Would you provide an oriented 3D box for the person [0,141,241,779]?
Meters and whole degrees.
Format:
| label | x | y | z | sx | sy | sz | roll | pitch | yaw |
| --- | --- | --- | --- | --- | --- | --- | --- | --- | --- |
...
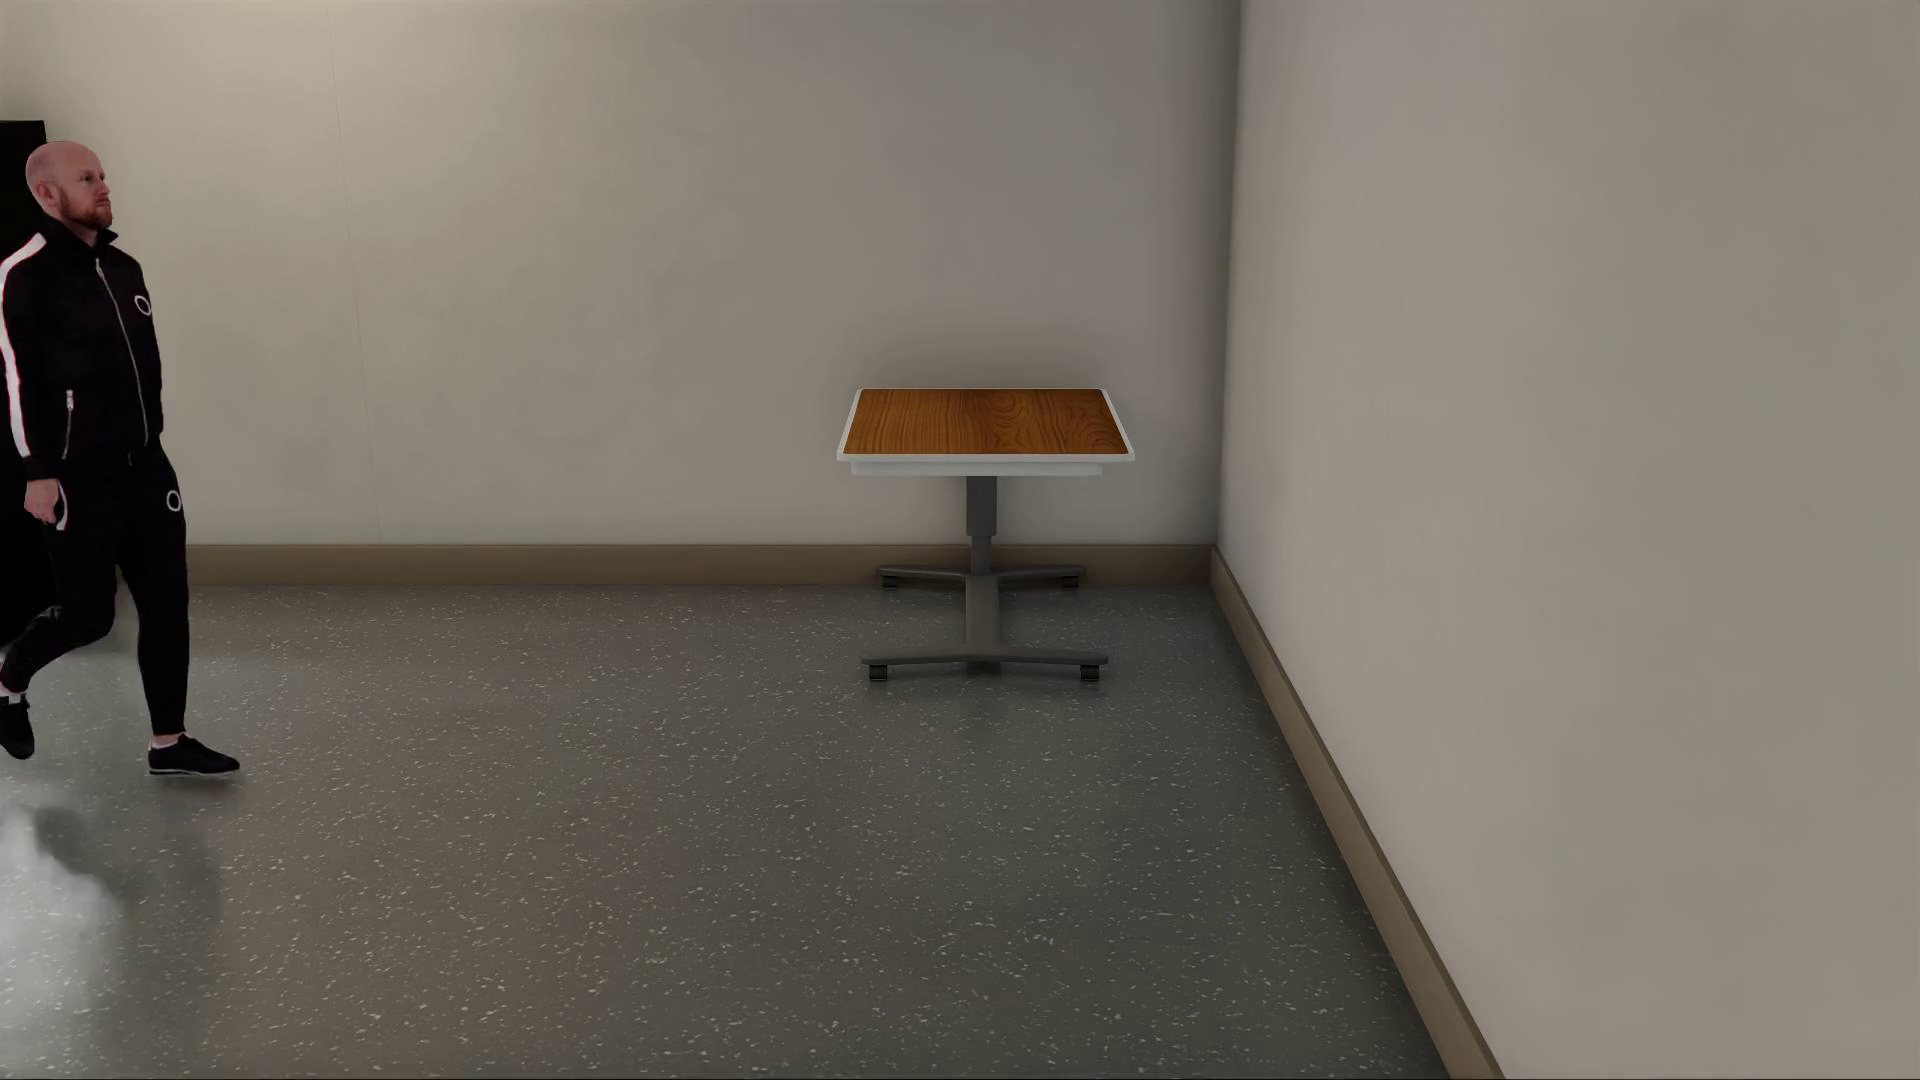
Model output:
| label | x | y | z | sx | sy | sz | roll | pitch | yaw |
| --- | --- | --- | --- | --- | --- | --- | --- | --- | --- |
| person | -2.482 | -0.170 | 4.641 | 1.026 | 1.821 | 0.835 | 4 | 16 | 14 |
